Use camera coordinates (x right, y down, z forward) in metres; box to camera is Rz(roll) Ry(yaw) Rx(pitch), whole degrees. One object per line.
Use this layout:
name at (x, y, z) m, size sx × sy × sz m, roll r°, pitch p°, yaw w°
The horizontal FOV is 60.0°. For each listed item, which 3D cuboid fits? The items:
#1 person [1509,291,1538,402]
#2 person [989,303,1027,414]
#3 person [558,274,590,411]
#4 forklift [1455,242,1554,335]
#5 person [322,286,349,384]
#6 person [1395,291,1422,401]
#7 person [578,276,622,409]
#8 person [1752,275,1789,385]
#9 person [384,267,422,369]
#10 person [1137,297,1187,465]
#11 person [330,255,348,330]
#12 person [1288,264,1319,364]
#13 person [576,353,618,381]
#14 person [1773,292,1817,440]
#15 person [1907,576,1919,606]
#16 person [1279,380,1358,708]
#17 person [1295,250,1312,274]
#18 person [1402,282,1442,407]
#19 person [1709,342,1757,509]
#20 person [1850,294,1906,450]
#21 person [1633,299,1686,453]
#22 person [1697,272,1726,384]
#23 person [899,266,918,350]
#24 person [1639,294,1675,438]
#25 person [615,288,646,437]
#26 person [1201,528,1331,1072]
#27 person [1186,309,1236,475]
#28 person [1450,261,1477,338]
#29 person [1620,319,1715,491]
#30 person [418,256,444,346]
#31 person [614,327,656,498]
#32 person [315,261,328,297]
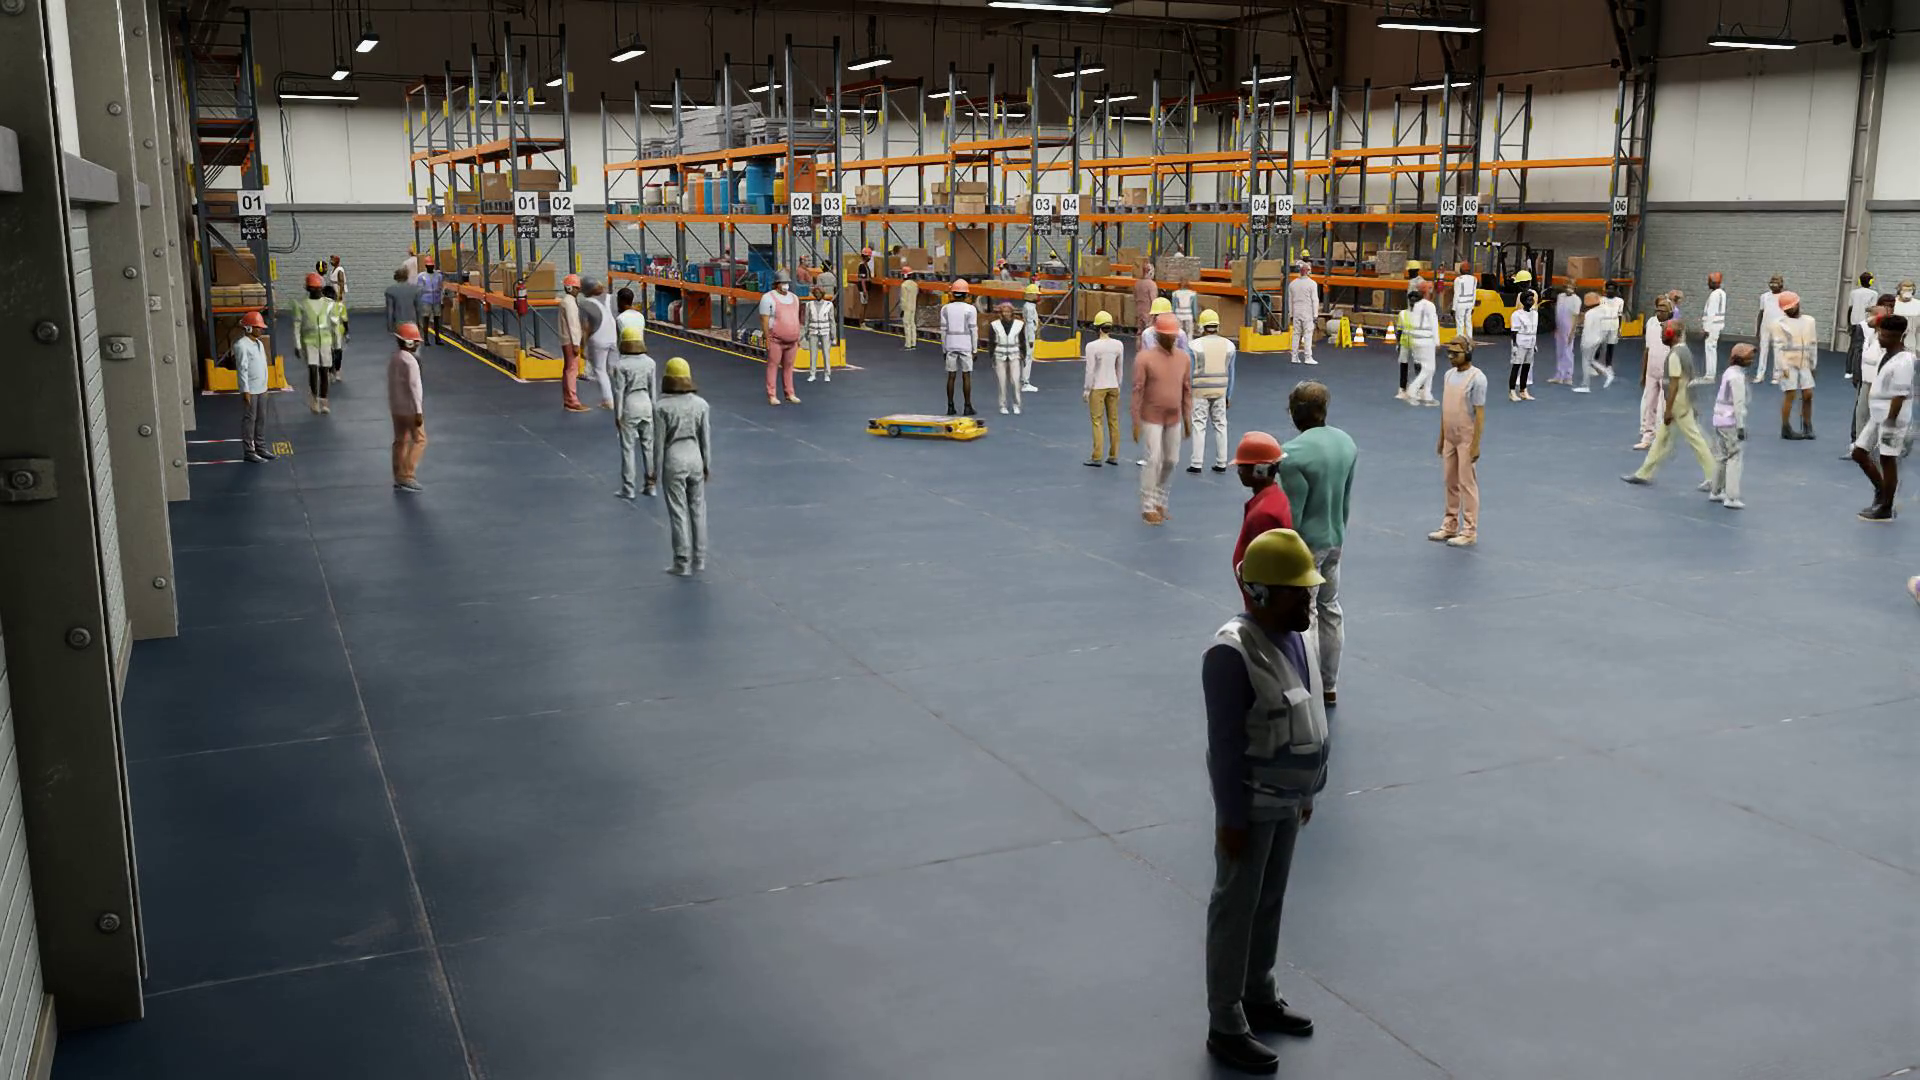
person at (8.647, -2.964, 25.478) m, size 0.550 × 1.695 × 0.317 m, roll -7°, pitch 13°, yaw -31°
person at (0.683, -2.591, 23.810) m, size 0.528 × 1.609 × 0.405 m, roll 0°, pitch 11°, yaw 2°
person at (-5.648, -2.870, 24.256) m, size 0.391 × 1.986 × 0.609 m, roll -5°, pitch 12°, yaw -23°
forklift at (13.047, -6.049, 39.881) m, size 2.313 × 2.155 × 1.214 m, roll -5°, pitch 12°, yaw -23°
person at (-10.693, -3.505, 28.325) m, size 0.536 × 1.656 × 0.850 m, roll -5°, pitch 12°, yaw -24°
person at (6.977, -2.989, 25.626) m, size 0.536 × 1.693 × 0.320 m, roll 9°, pitch 14°, yaw 38°
person at (-5.304, -2.937, 24.455) m, size 0.538 × 2.000 × 0.772 m, roll 10°, pitch 15°, yaw 41°
person at (13.666, -3.531, 27.971) m, size 0.517 × 1.844 × 0.329 m, roll 10°, pitch 15°, yaw 42°
person at (-9.897, -3.891, 29.610) m, size 0.640 × 1.920 × 0.525 m, roll -8°, pitch 14°, yaw -35°
person at (2.284, -1.785, 18.892) m, size 0.594 × 1.925 × 0.370 m, roll 8°, pitch 14°, yaw 36°
person at (-15.288, -6.080, 40.916) m, size 0.389 × 1.849 × 0.565 m, roll -9°, pitch 14°, yaw -38°
person at (6.591, -4.317, 31.810) m, size 0.407 × 1.910 × 0.638 m, roll -11°, pitch 16°, yaw -44°
person at (-6.240, -3.558, 28.455) m, size 0.546 × 1.700 × 0.925 m, roll 10°, pitch 15°, yaw 41°
person at (10.687, -2.200, 21.152) m, size 0.659 × 1.885 × 0.461 m, roll -2°, pitch 11°, yaw -10°
person at (7.198, -0.323, 11.807) m, size 0.532 × 1.790 × 0.934 m, roll 1°, pitch 11°, yaw 4°
person at (2.005, 0.051, 9.547) m, size 0.627 × 1.934 × 0.371 m, roll -10°, pitch 15°, yaw -41°
person at (9.780, -7.327, 47.296) m, size 0.590 × 1.833 × 0.404 m, roll -8°, pitch 13°, yaw -34°
person at (6.914, -2.905, 24.762) m, size 0.583 × 1.856 × 0.673 m, roll -1°, pitch 11°, yaw -7°
person at (7.589, -1.133, 16.341) m, size 0.358 × 1.625 × 0.569 m, roll 3°, pitch 11°, yaw 14°
person at (11.104, -2.023, 20.150) m, size 0.592 × 1.910 × 0.378 m, roll 0°, pitch 11°, yaw 1°
person at (8.452, -1.975, 20.065) m, size 0.334 × 1.845 × 0.513 m, roll -8°, pitch 13°, yaw -34°
person at (12.746, -3.590, 28.199) m, size 0.373 × 1.882 × 0.583 m, roll 8°, pitch 13°, yaw 34°
person at (-1.114, -4.886, 35.091) m, size 0.335 × 1.749 × 0.575 m, roll 5°, pitch 12°, yaw 26°
person at (8.980, -2.227, 21.350) m, size 0.345 × 1.846 × 0.506 m, roll -2°, pitch 11°, yaw -11°
person at (-4.231, -2.279, 21.425) m, size 0.371 × 1.916 × 0.597 m, roll 3°, pitch 11°, yaw 14°
person at (1.050, 0.862, 5.676) m, size 0.404 × 1.835 × 0.586 m, roll 8°, pitch 14°, yaw 36°
person at (2.733, -1.624, 18.352) m, size 0.589 × 1.824 × 0.404 m, roll -3°, pitch 12°, yaw -16°
person at (10.390, -4.802, 34.339) m, size 0.574 × 1.883 × 0.355 m, roll -5°, pitch 12°, yaw -26°
person at (7.522, -1.407, 17.384) m, size 1.015 × 1.776 × 0.643 m, roll 6°, pitch 12°, yaw 27°
person at (-11.506, -5.203, 36.236) m, size 0.547 × 1.937 × 0.379 m, roll -8°, pitch 13°, yaw -34°
person at (-3.313, -1.296, 16.906) m, size 0.488 × 1.737 × 0.309 m, roll -11°, pitch 15°, yaw -43°
person at (-13.529, -4.973, 35.276) m, size 0.318 × 1.861 × 0.516 m, roll -4°, pitch 12°, yaw -20°
